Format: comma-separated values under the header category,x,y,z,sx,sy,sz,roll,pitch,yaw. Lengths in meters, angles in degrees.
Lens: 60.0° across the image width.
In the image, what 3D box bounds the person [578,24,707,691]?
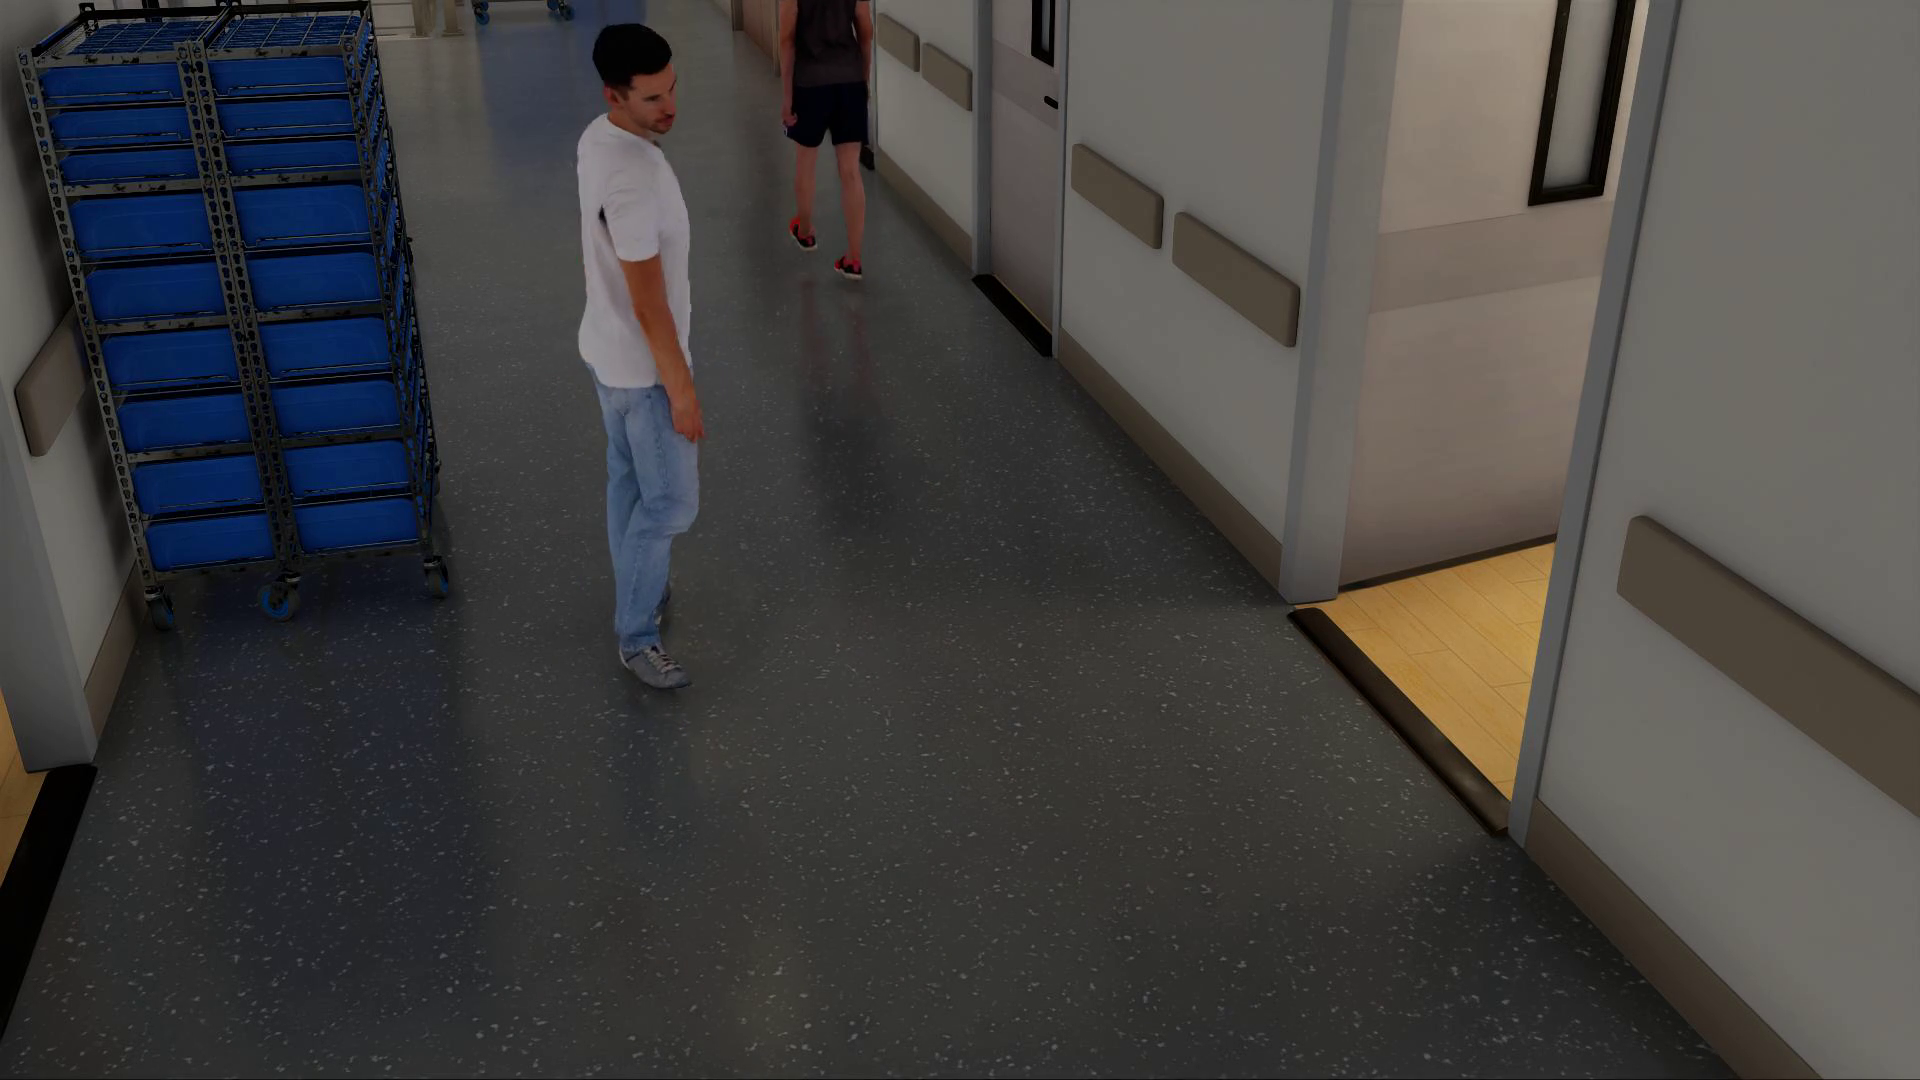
category,x,y,z,sx,sy,sz,roll,pitch,yaw
person,-0.931,-0.525,4.657,0.957,1.827,0.557,-18,31,-33

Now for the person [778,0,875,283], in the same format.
category,x,y,z,sx,sy,sz,roll,pitch,yaw
person,-0.606,-2.136,8.026,0.747,1.802,1.180,-10,27,-19
